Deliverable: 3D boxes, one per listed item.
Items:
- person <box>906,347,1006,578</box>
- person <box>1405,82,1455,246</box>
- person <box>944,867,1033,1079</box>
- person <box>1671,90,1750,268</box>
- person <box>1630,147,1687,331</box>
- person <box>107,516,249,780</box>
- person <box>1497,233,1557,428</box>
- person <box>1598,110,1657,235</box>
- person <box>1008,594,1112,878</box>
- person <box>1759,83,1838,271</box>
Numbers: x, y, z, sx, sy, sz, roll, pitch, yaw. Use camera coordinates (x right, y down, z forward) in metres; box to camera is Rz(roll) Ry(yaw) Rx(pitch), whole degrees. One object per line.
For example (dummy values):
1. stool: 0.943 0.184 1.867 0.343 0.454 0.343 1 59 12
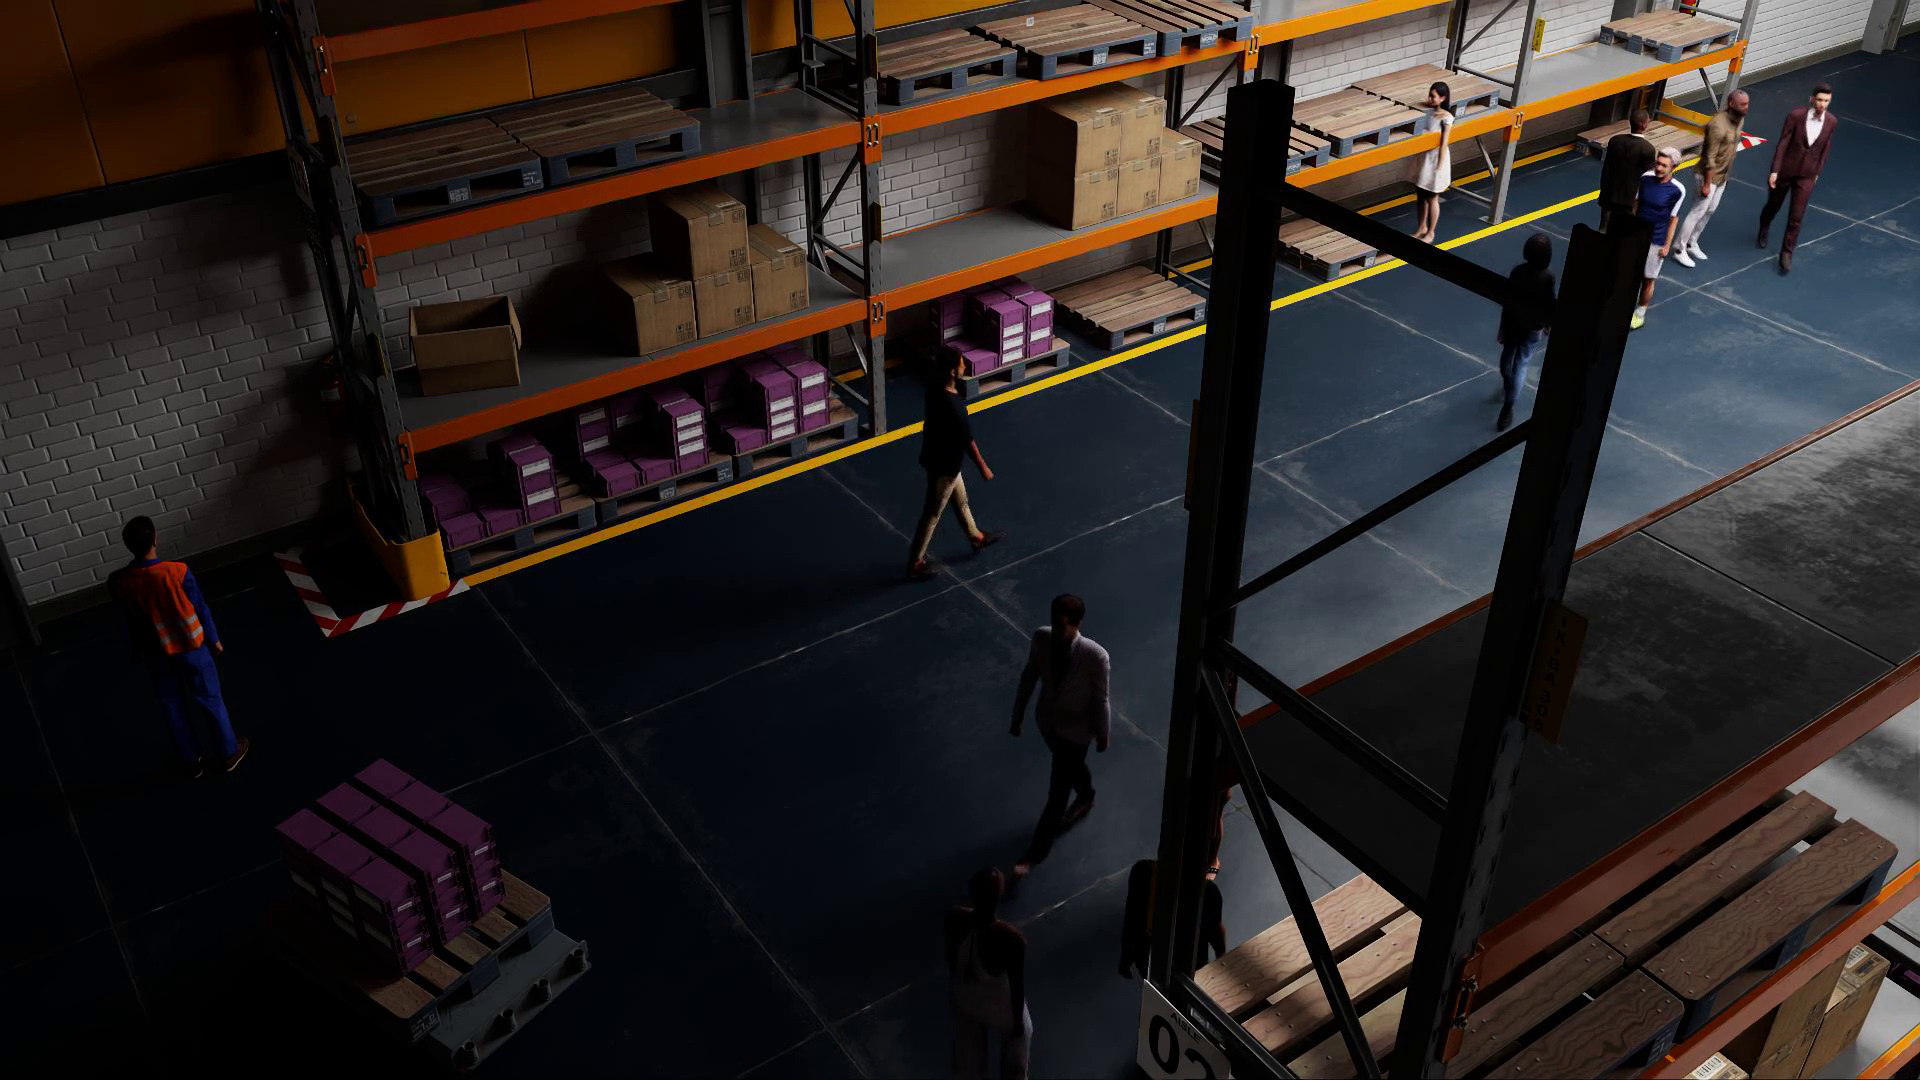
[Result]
1. person: -0.216 -0.515 12.095 1.142 1.819 0.860 -9 35 -13
2. person: 4.864 -3.870 17.190 0.717 1.766 0.707 -11 35 -16
3. person: 0.078 2.299 7.910 0.812 1.764 0.918 13 36 19
4. person: 7.616 -3.691 16.866 0.545 1.827 0.795 -24 40 -32
5. person: 6.502 -2.850 15.606 0.660 1.821 0.672 -24 40 -31
6. person: -4.857 0.666 10.279 0.685 1.863 0.836 -7 34 -11
7. person: 4.755 -1.743 14.079 0.861 1.668 1.154 19 38 26
8. person: 6.532 -3.366 16.401 0.692 1.800 0.618 29 43 36
9. person: 0.678 1.046 9.764 0.897 1.800 1.240 26 41 33
10. person: 8.499 -3.772 16.971 1.151 1.845 1.279 9 35 14
